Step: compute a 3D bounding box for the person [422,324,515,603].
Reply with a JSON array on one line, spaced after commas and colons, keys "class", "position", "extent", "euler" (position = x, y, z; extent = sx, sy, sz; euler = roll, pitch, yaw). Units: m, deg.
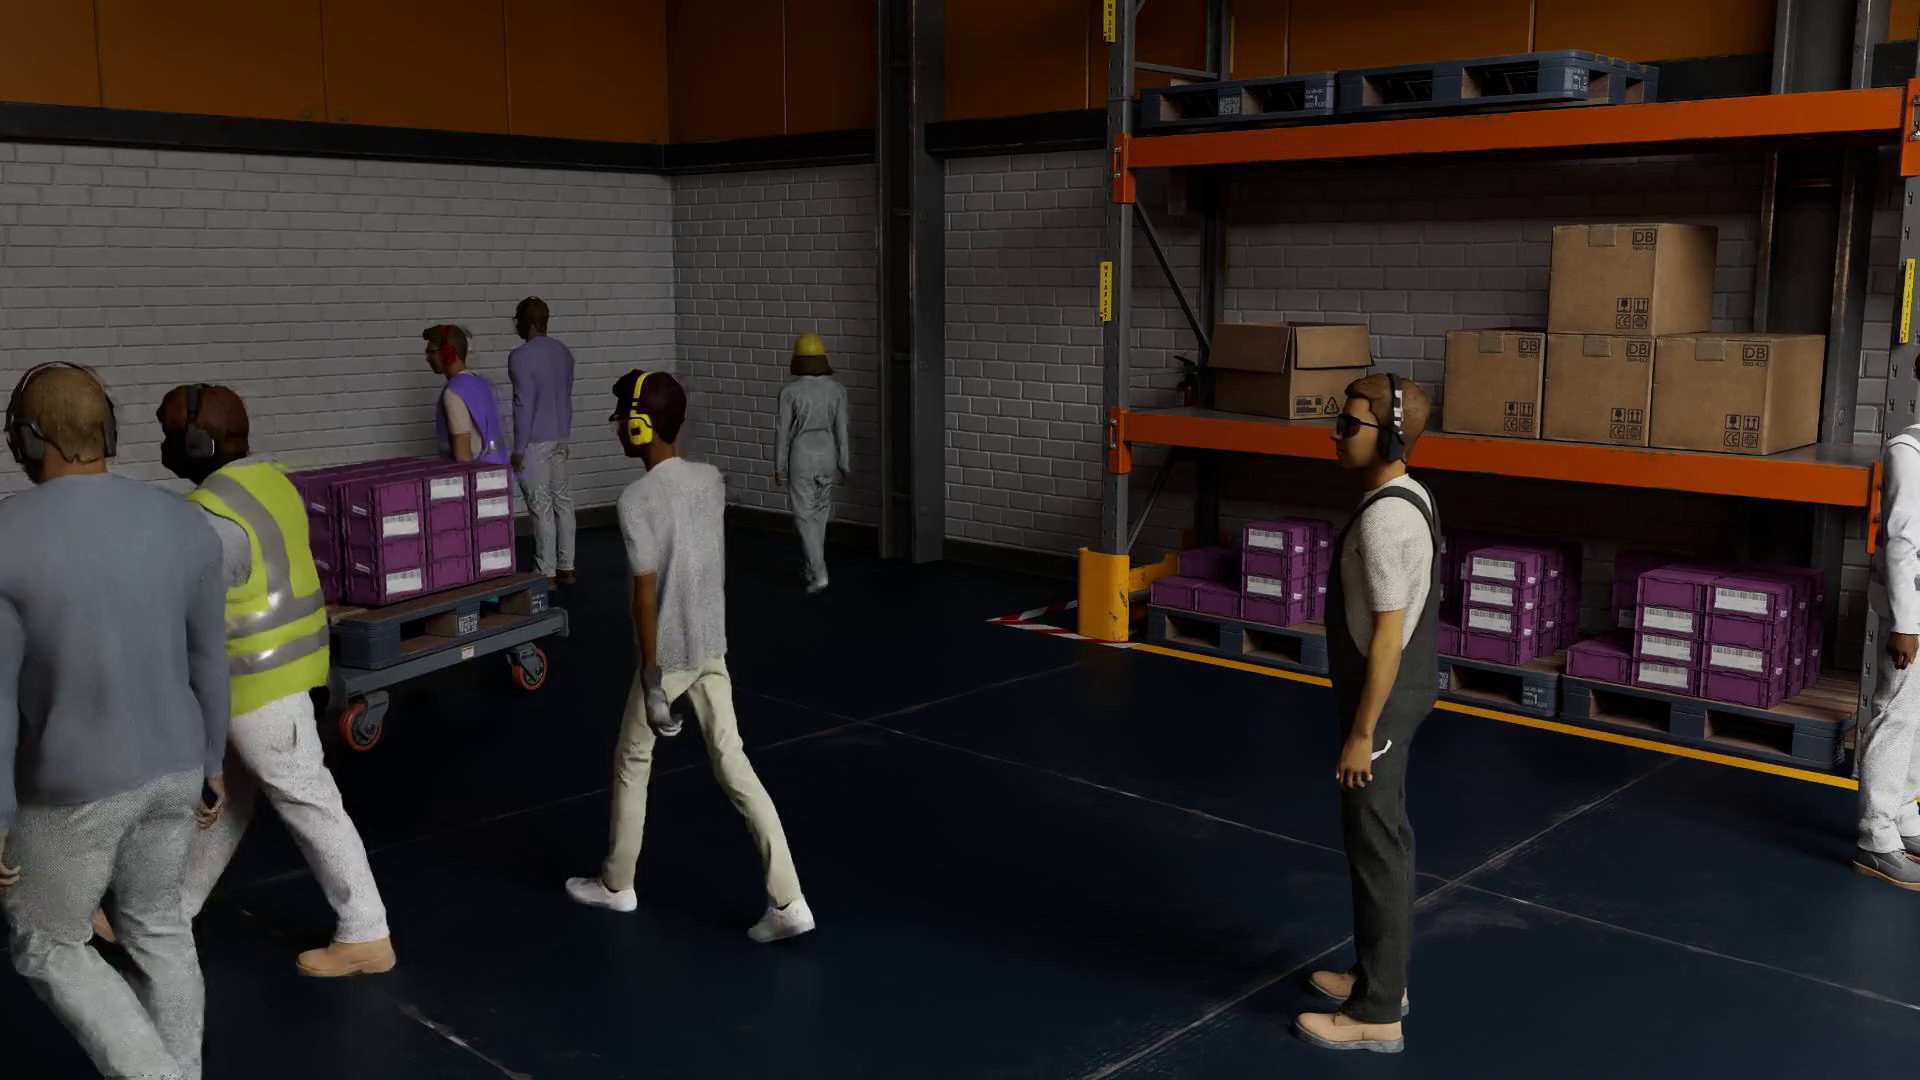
[{"class": "person", "position": [-2.681, -0.266, 9.118], "extent": [0.452, 1.819, 0.636], "euler": [-1, 9, -5]}]

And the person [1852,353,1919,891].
[{"class": "person", "position": [3.353, 0.250, 5.763], "extent": [0.573, 1.883, 0.356], "euler": [-9, 13, -43]}]

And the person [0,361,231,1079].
[{"class": "person", "position": [-1.922, 0.558, 3.782], "extent": [0.510, 1.917, 0.672], "euler": [5, 10, 28]}]

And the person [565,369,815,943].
[{"class": "person", "position": [-0.862, 0.370, 5.251], "extent": [1.003, 1.820, 0.524], "euler": [6, 11, 34]}]

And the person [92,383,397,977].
[{"class": "person", "position": [-2.164, 0.433, 4.932], "extent": [0.960, 1.782, 0.629], "euler": [-1, 9, -8]}]

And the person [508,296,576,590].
[{"class": "person", "position": [-2.779, -0.634, 11.013], "extent": [0.361, 1.937, 0.639], "euler": [3, 10, 17]}]

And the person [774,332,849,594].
[{"class": "person", "position": [-0.979, -0.515, 10.987], "extent": [0.497, 1.713, 0.797], "euler": [-5, 11, -28]}]

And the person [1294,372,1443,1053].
[{"class": "person", "position": [1.125, 0.467, 4.542], "extent": [0.335, 1.846, 0.513], "euler": [4, 10, 21]}]
